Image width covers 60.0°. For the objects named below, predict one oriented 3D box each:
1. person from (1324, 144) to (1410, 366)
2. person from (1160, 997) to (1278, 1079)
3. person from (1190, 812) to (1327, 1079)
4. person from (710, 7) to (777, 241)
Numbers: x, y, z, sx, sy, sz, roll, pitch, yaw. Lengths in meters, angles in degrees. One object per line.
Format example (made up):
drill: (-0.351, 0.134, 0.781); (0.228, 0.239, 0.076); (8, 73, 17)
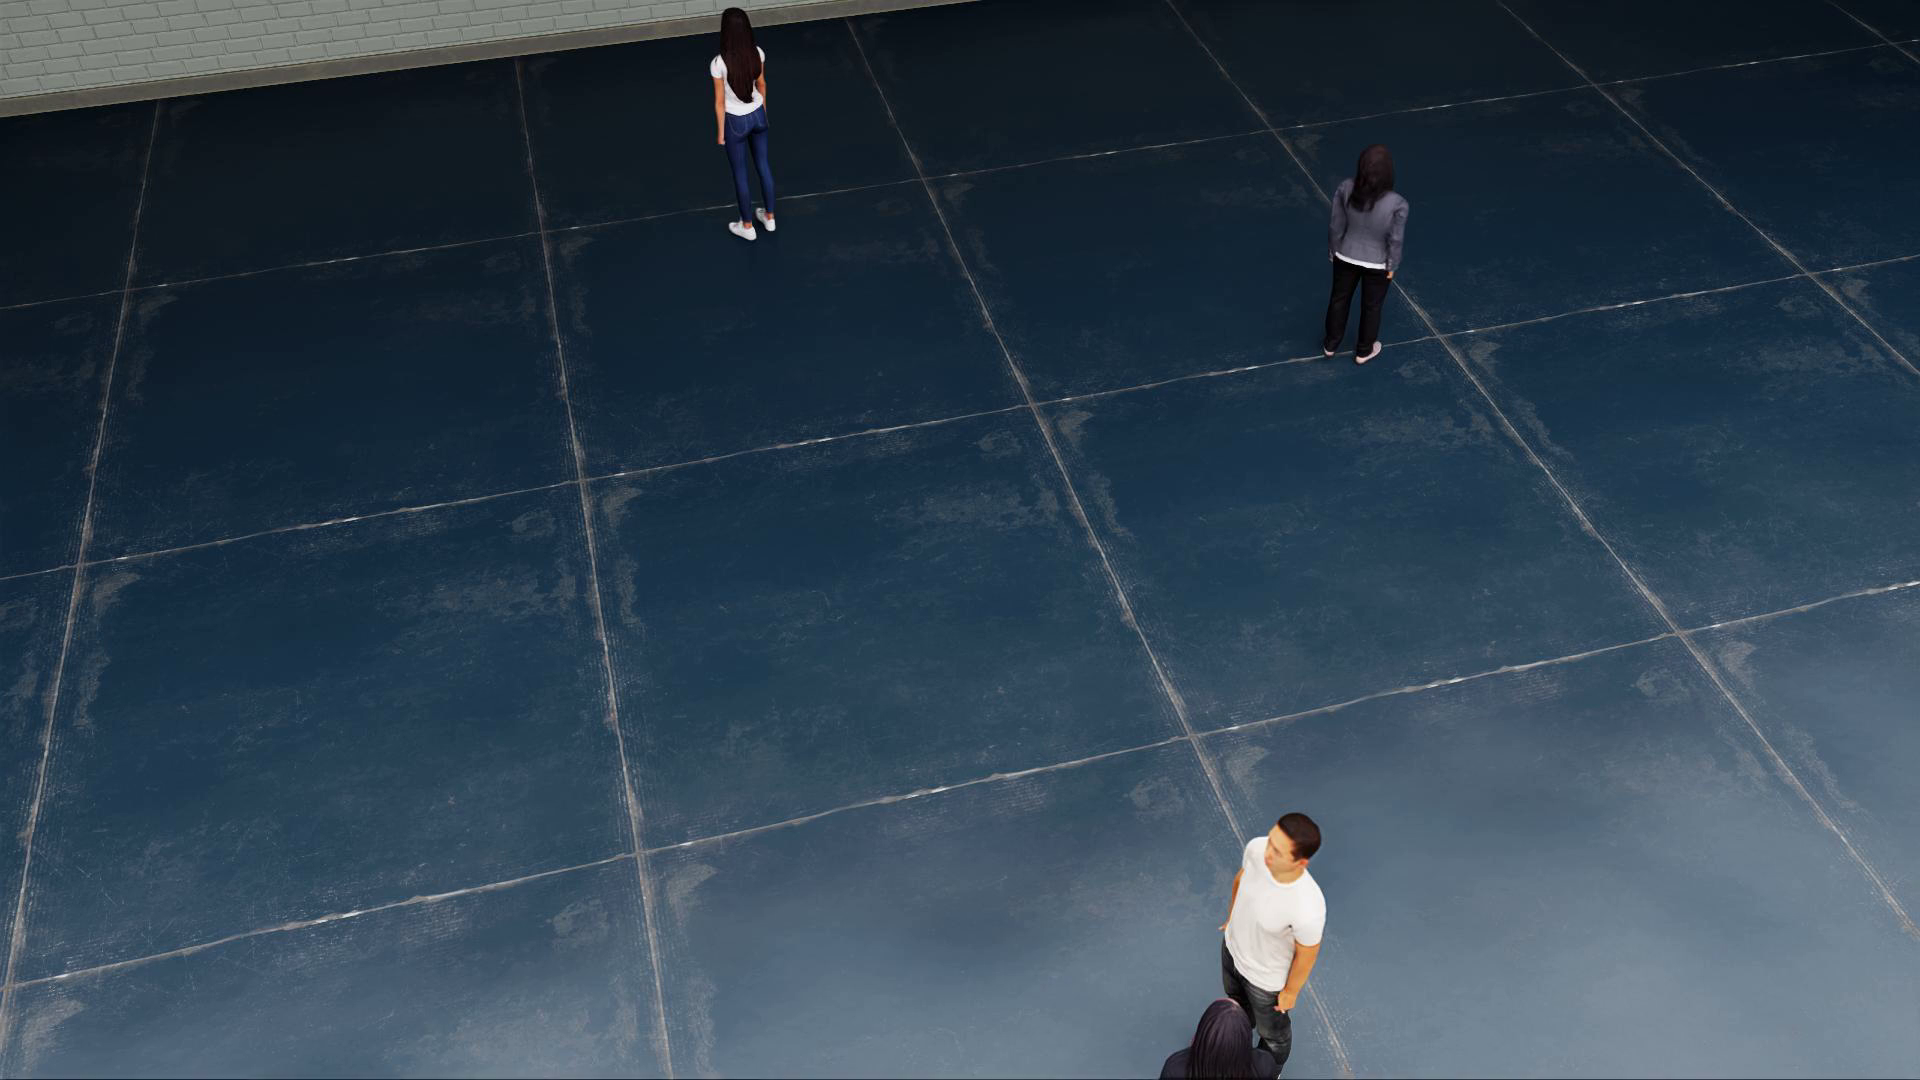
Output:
person: (2.689, -1.893, 11.044); (0.791, 1.596, 0.857); (23, 48, 23)
person: (0.950, 2.305, 6.452); (0.628, 1.728, 0.622); (-6, 43, -6)
person: (1.295, 1.741, 7.000); (0.738, 1.804, 0.544); (-19, 46, -20)
person: (-1.559, -3.024, 12.125); (0.649, 1.774, 0.636); (-30, 51, -28)
